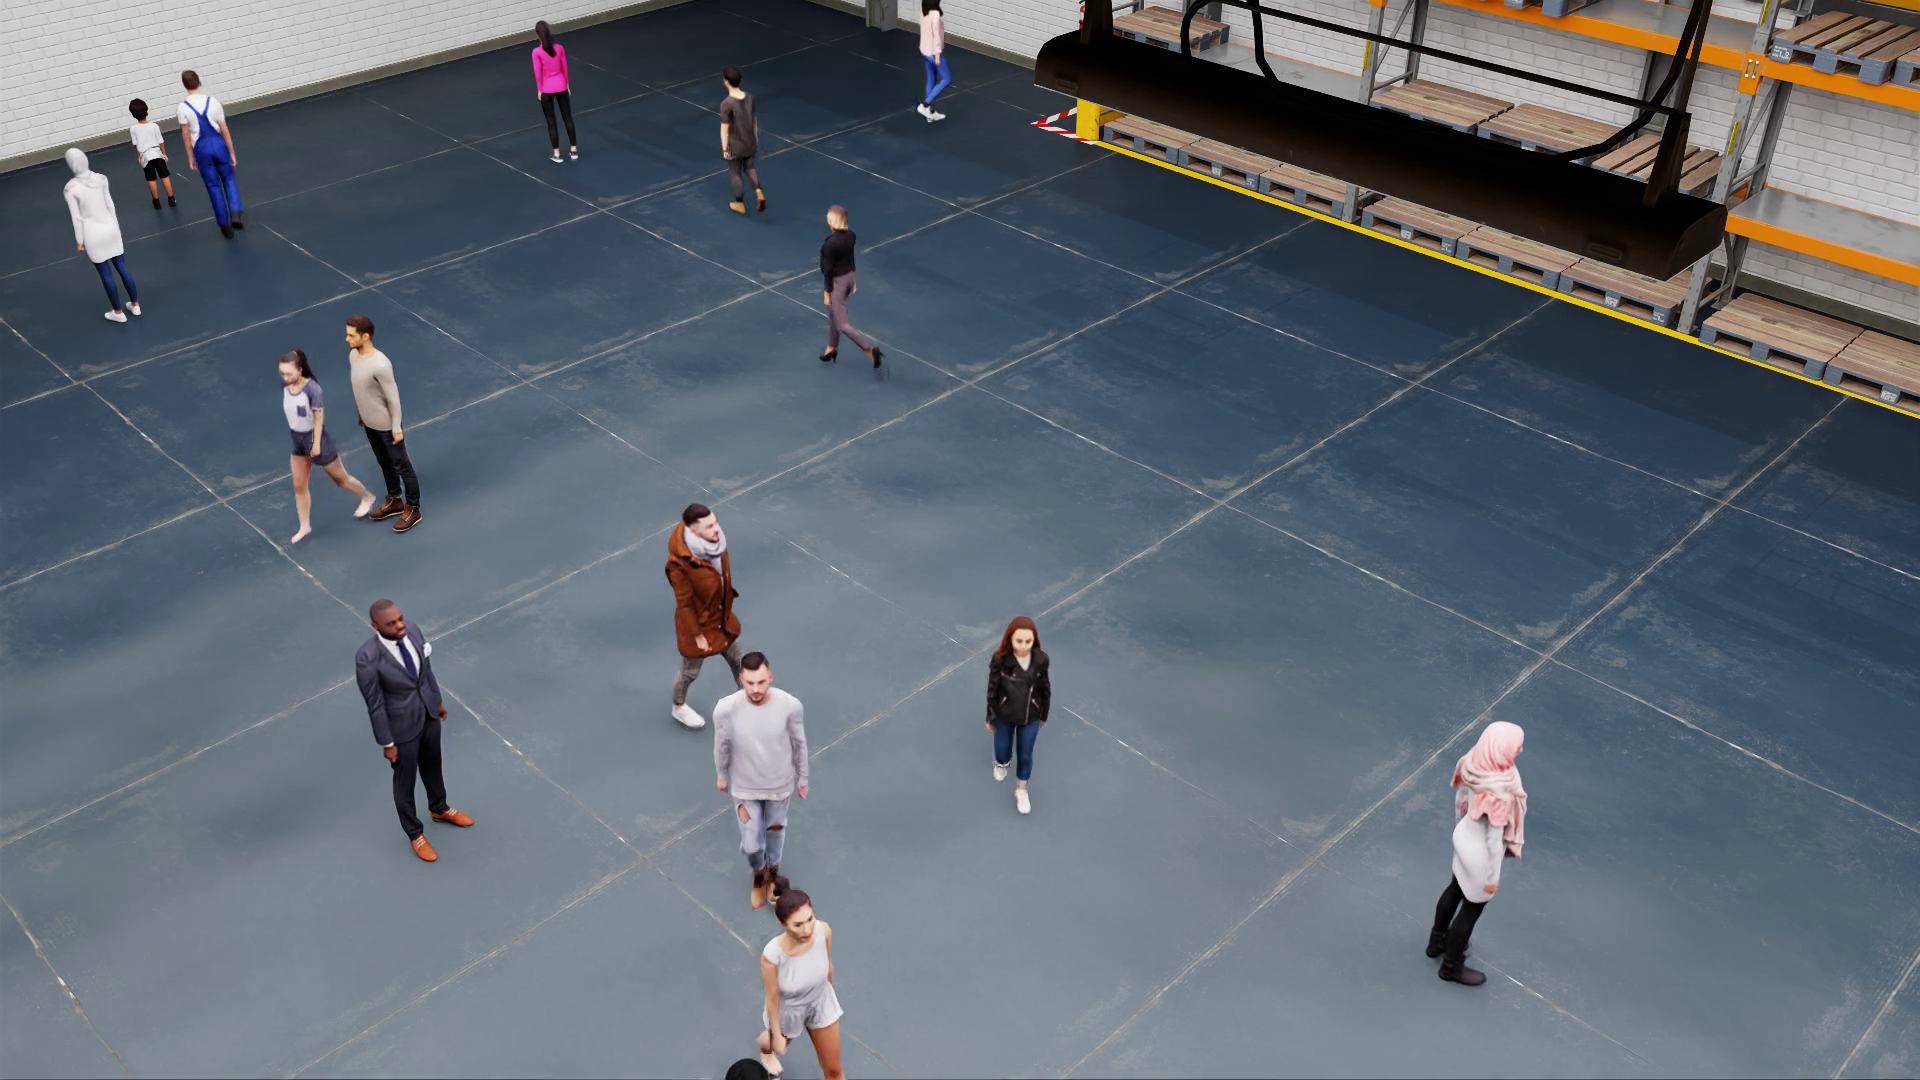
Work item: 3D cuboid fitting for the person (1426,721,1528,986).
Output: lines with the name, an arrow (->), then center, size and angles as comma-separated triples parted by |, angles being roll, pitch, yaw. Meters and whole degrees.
person -> 2.893, 1.740, 9.311 | 0.798, 1.803, 0.722 | -3, 34, -4

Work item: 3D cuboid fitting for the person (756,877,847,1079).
person -> -0.870, 2.365, 8.582 | 0.718, 1.569, 1.103 | -20, 39, -27

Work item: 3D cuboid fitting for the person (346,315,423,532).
person -> -4.621, -0.951, 13.303 | 0.540, 1.866, 0.754 | 23, 40, 30

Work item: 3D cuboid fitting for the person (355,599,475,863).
person -> -3.392, 1.119, 10.227 | 0.724, 1.824, 0.765 | 15, 37, 22

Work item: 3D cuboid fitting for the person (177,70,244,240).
person -> -8.176, -4.194, 18.206 | 0.729, 1.839, 0.804 | -20, 39, -28

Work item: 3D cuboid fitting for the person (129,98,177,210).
person -> -9.291, -4.435, 19.095 | 0.524, 1.257, 0.545 | -19, 38, -26

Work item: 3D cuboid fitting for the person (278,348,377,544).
person -> -5.097, -0.802, 13.304 | 1.007, 1.617, 0.867 | 16, 37, 22

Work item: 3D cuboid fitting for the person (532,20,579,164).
person -> -4.941, -5.466, 20.246 | 0.625, 1.699, 0.609 | -21, 39, -28

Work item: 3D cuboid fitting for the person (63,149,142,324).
person -> -8.527, -3.026, 16.504 | 0.584, 1.777, 0.646 | 21, 39, 28

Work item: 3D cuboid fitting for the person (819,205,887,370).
person -> -1.050, -2.311, 15.550 | 1.073, 1.645, 0.793 | 16, 37, 22

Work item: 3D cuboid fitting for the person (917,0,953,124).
person -> -0.428, -6.202, 21.298 | 0.849, 1.760, 0.757 | -13, 36, -19

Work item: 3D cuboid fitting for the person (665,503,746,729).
person -> -1.781, 0.549, 11.115 | 1.186, 1.790, 0.889 | 18, 38, 25

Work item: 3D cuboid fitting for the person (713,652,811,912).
person -> -1.176, 1.360, 9.858 | 0.809, 1.831, 0.833 | -5, 34, -7

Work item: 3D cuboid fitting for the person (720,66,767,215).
person -> -2.430, -4.465, 18.737 | 0.683, 1.702, 0.843 | -23, 40, -31

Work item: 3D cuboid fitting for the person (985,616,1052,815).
person -> 0.361, 1.060, 10.632 | 0.759, 1.473, 0.823 | -2, 34, -3
